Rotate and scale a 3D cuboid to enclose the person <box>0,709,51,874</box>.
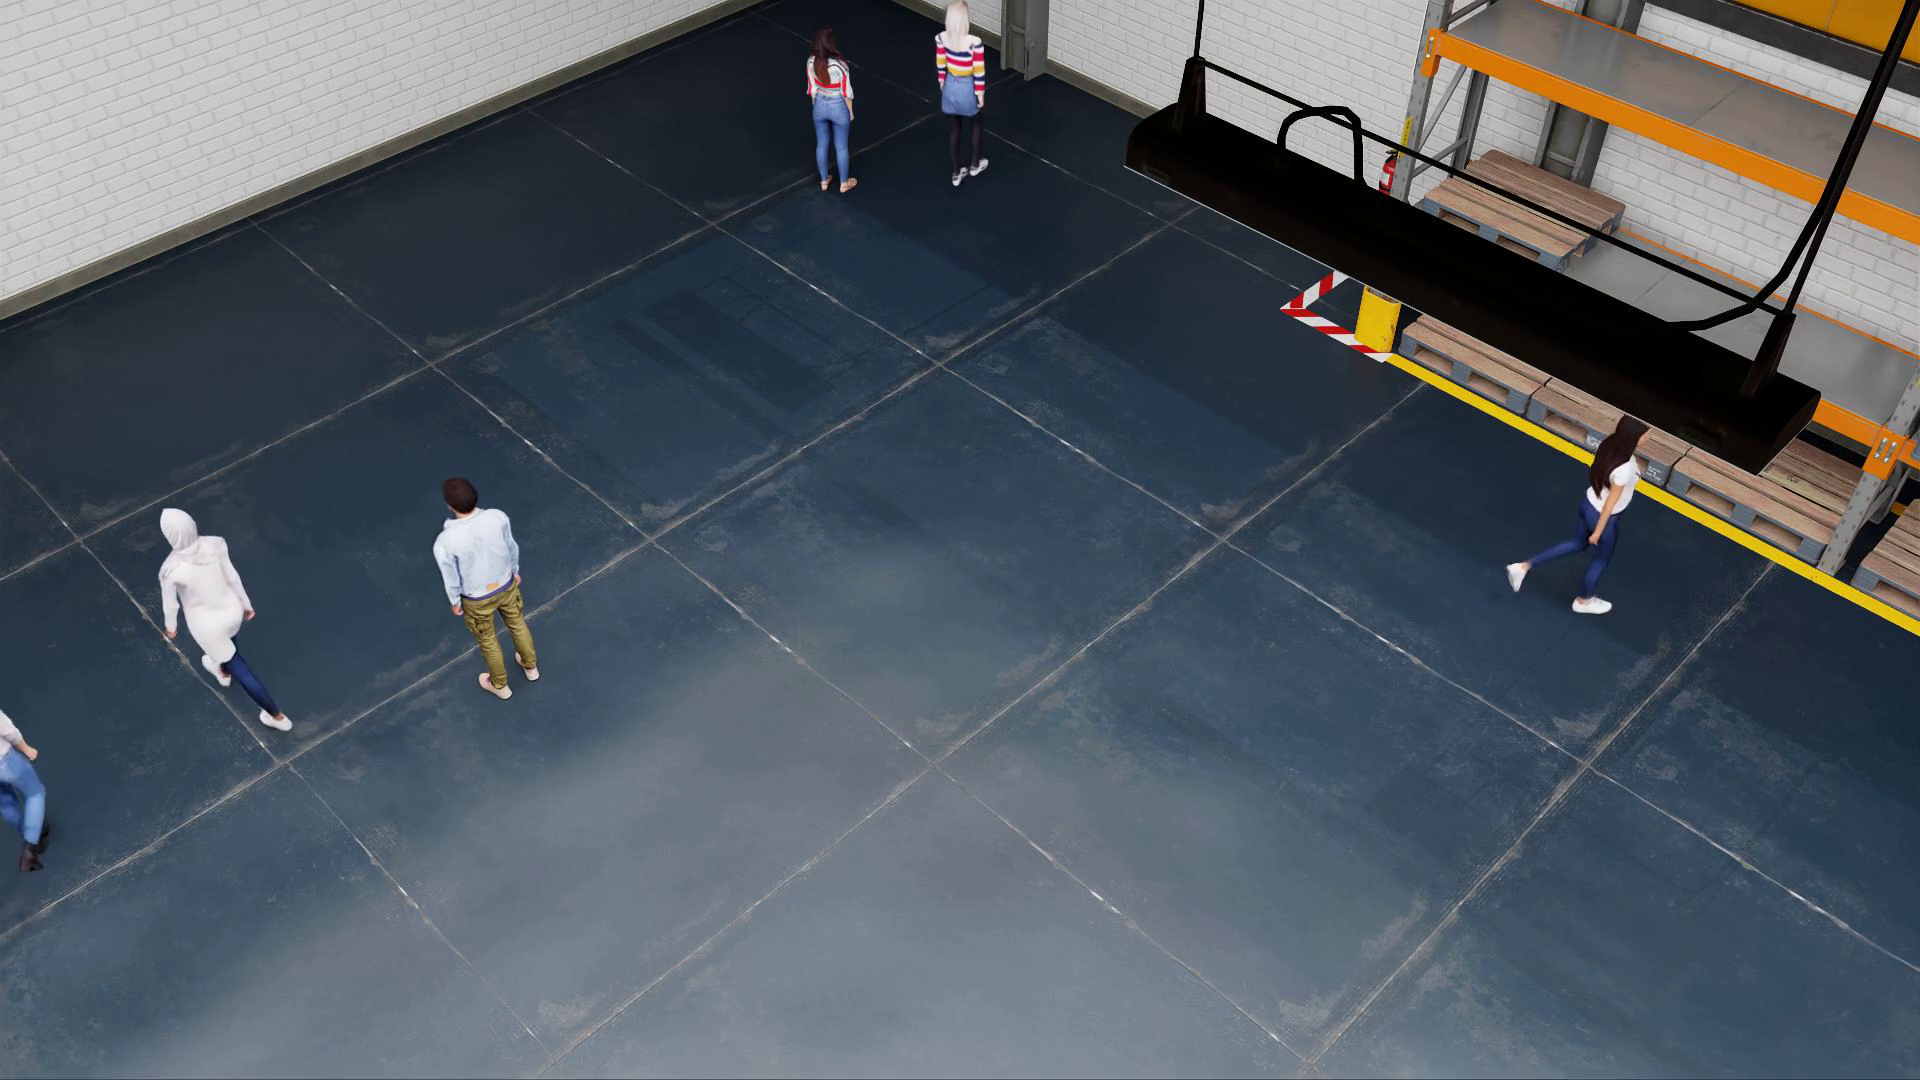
[{"bbox_3d":[-5.672,1.364,9.724,0.851,1.616,0.925,-2,44,-2],"label":"person"}]

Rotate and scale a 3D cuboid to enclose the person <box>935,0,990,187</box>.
[{"bbox_3d":[-0.025,-4.077,15.304,0.767,1.797,0.847,19,47,19],"label":"person"}]

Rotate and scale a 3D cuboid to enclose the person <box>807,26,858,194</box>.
[{"bbox_3d":[-1.191,-3.968,15.322,0.600,1.614,0.724,13,45,13],"label":"person"}]

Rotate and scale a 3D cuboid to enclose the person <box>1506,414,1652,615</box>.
[{"bbox_3d":[4.217,-0.169,11.232,1.072,1.755,0.985,3,44,3],"label":"person"}]

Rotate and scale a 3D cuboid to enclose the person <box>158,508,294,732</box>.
[{"bbox_3d":[-4.631,0.560,10.483,1.178,1.733,0.792,25,49,24],"label":"person"}]

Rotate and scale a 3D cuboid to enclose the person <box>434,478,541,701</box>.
[{"bbox_3d":[-3.044,0.303,10.695,0.670,1.811,0.549,-33,53,-30],"label":"person"}]
